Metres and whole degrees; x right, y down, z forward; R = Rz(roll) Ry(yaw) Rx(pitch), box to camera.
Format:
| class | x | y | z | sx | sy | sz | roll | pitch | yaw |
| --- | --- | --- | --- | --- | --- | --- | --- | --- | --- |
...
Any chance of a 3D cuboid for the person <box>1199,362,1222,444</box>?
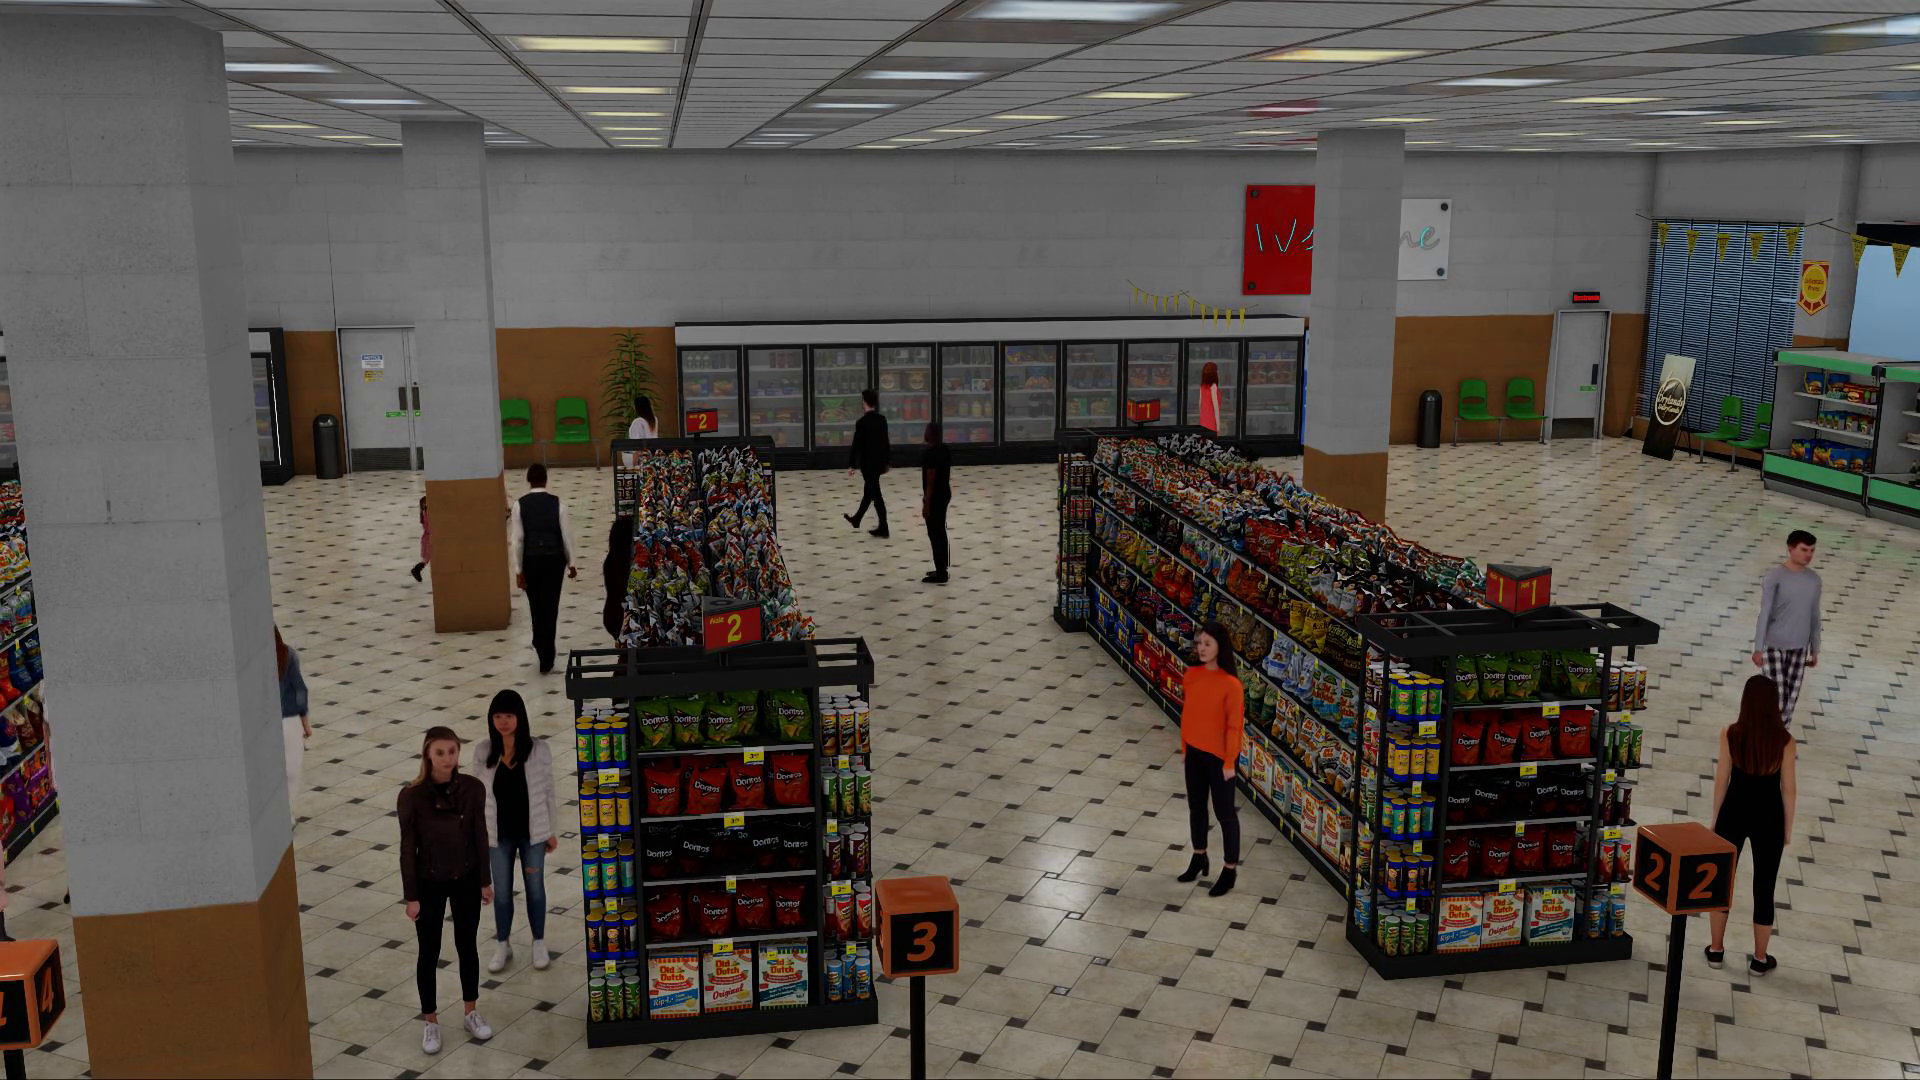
| class | x | y | z | sx | sy | sz | roll | pitch | yaw |
| --- | --- | --- | --- | --- | --- | --- | --- | --- | --- |
| person | 3.766 | -1.785 | 25.202 | 0.692 | 1.828 | 0.518 | -5 | 13 | -23 |

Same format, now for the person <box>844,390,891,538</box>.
| class | x | y | z | sx | sy | sz | roll | pitch | yaw |
| --- | --- | --- | --- | --- | --- | --- | --- | --- | --- |
| person | -1.050 | -0.916 | 21.161 | 1.203 | 1.793 | 1.126 | 9 | 15 | 36 |

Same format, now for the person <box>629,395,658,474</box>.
| class | x | y | z | sx | sy | sz | roll | pitch | yaw |
| --- | --- | --- | --- | --- | --- | --- | --- | --- | --- |
| person | -4.237 | -1.119 | 22.403 | 0.855 | 1.679 | 0.754 | 5 | 13 | 21 |

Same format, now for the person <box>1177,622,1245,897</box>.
| class | x | y | z | sx | sy | sz | roll | pitch | yaw |
| --- | --- | --- | --- | --- | --- | --- | --- | --- | --- |
| person | 1.589 | 1.359 | 10.475 | 0.763 | 1.745 | 0.647 | -9 | 15 | -36 |

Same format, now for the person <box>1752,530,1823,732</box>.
| class | x | y | z | sx | sy | sz | roll | pitch | yaw |
| --- | --- | --- | --- | --- | --- | --- | --- | --- | --- |
| person | 6.315 | 0.809 | 12.862 | 0.656 | 1.837 | 0.687 | -1 | 12 | -7 |

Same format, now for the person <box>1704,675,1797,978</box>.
| class | x | y | z | sx | sy | sz | roll | pitch | yaw |
| --- | --- | --- | --- | --- | --- | --- | --- | --- | --- |
| person | 4.455 | 1.600 | 9.387 | 0.648 | 1.722 | 0.699 | 7 | 14 | 31 |

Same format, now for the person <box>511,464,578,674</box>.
| class | x | y | z | sx | sy | sz | roll | pitch | yaw |
| --- | --- | --- | --- | --- | --- | --- | --- | --- | --- |
| person | -3.831 | 0.279 | 15.255 | 0.763 | 1.889 | 1.044 | -1 | 12 | -3 |

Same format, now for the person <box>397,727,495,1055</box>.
| class | x | y | z | sx | sy | sz | roll | pitch | yaw |
| --- | --- | --- | --- | --- | --- | --- | --- | --- | --- |
| person | -2.652 | 1.777 | 8.589 | 0.666 | 1.704 | 0.627 | -7 | 14 | -30 |

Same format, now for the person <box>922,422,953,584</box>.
| class | x | y | z | sx | sy | sz | roll | pitch | yaw |
| --- | --- | --- | --- | --- | --- | --- | --- | --- | --- |
| person | -0.254 | -0.432 | 18.799 | 0.821 | 1.819 | 0.706 | 4 | 13 | 20 |

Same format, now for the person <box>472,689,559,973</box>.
| class | x | y | z | sx | sy | sz | roll | pitch | yaw |
| --- | --- | --- | --- | --- | --- | --- | --- | --- | --- |
| person | -2.519 | 1.633 | 9.438 | 0.611 | 1.636 | 0.524 | -2 | 12 | -10 |
